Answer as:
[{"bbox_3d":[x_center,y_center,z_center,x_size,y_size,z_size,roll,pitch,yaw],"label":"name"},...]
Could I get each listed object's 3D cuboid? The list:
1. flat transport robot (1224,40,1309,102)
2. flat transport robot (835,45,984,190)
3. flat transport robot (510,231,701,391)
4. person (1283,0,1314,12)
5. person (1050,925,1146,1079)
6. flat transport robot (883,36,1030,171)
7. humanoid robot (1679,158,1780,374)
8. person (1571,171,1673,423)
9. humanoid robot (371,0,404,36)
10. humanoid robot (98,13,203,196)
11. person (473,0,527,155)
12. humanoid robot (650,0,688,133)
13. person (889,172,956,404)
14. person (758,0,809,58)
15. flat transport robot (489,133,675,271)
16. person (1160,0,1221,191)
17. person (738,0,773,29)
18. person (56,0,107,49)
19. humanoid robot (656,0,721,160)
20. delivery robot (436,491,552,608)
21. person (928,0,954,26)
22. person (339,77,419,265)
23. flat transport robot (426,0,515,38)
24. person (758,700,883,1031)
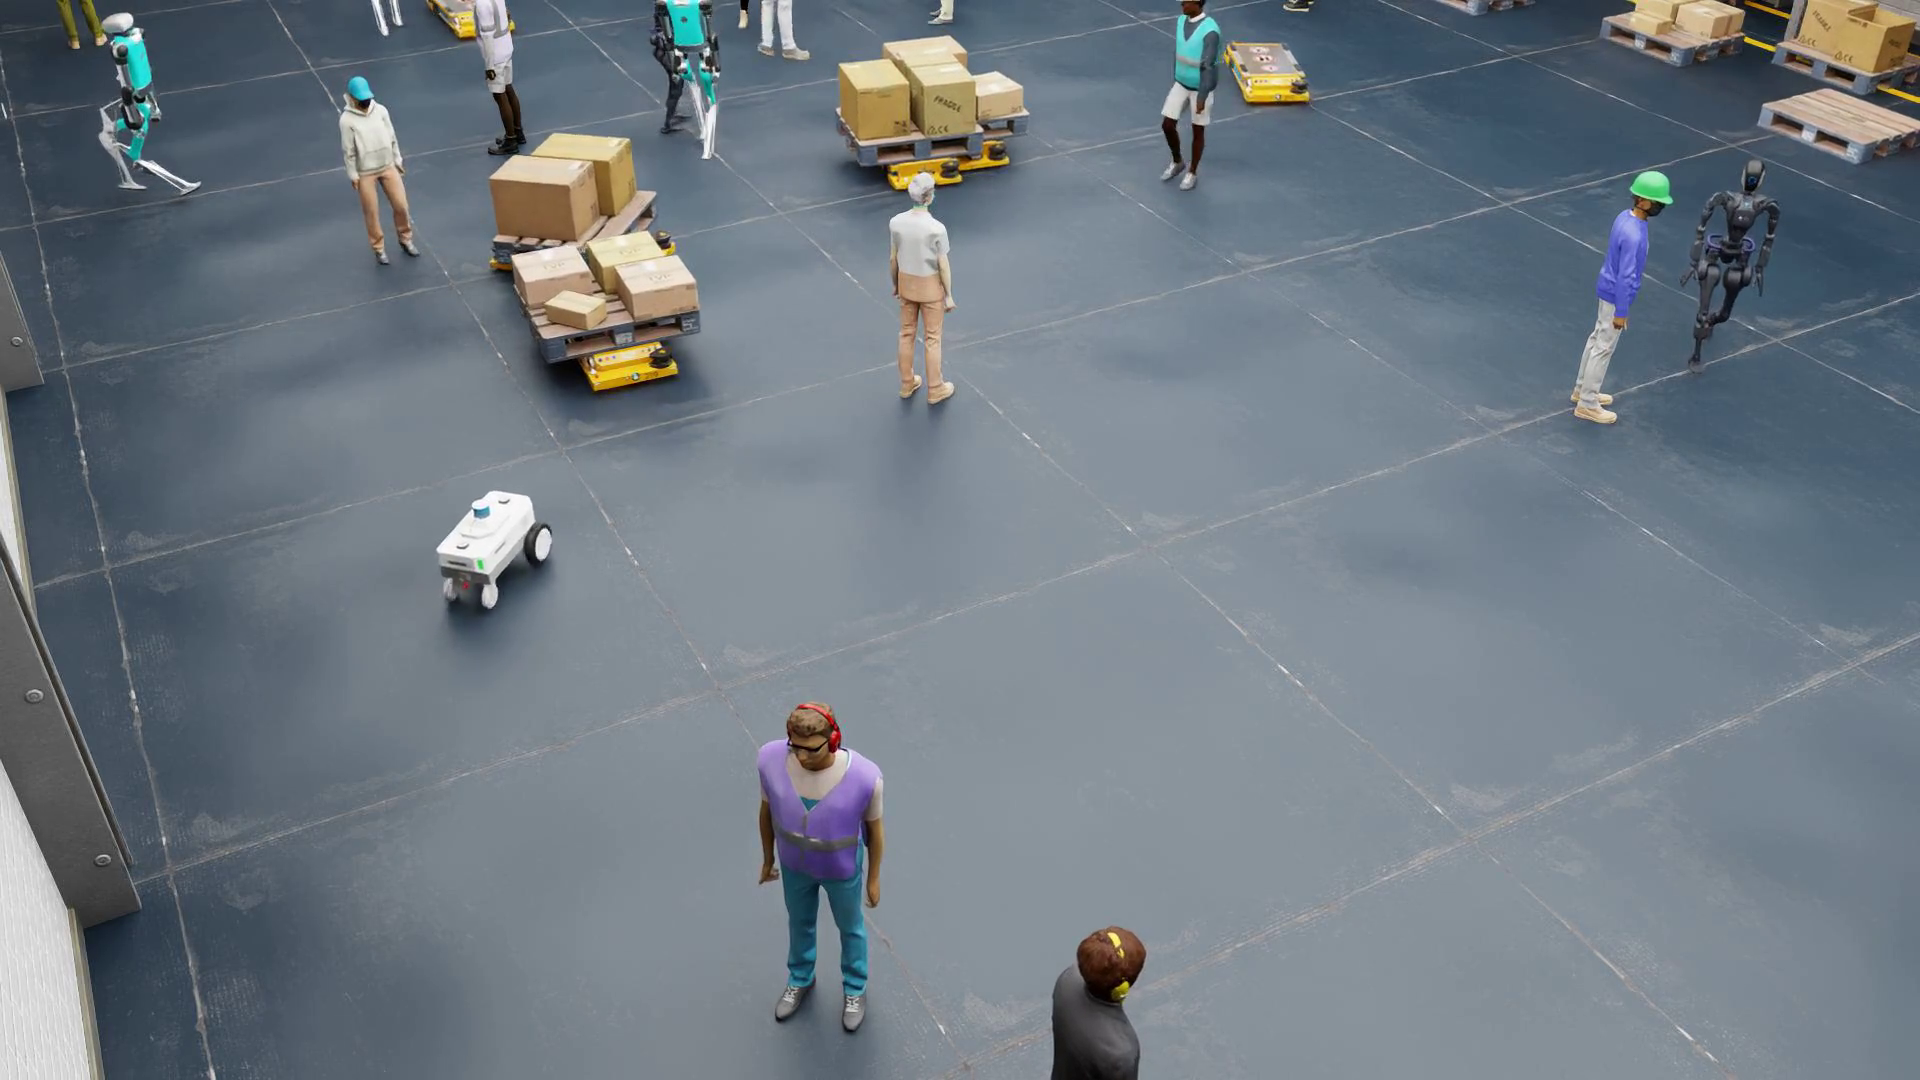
[{"bbox_3d":[3.294,-5.060,17.941,0.659,0.231,1.431,-1,35,-2],"label":"flat transport robot"},{"bbox_3d":[-0.498,-3.759,16.083,0.659,0.231,1.431,-10,36,-14],"label":"flat transport robot"},{"bbox_3d":[-2.737,-1.620,13.028,0.659,0.231,1.431,-15,38,-20],"label":"flat transport robot"},{"bbox_3d":[4.119,-7.258,19.612,0.376,1.957,0.609,13,37,18],"label":"person"},{"bbox_3d":[0.501,2.149,6.260,0.356,1.870,0.496,-12,37,-16],"label":"person"},{"bbox_3d":[-0.067,-3.998,16.424,0.659,0.231,1.431,-11,37,-16],"label":"flat transport robot"},{"bbox_3d":[5.772,-2.117,12.541,0.583,1.639,0.701,9,36,12],"label":"humanoid robot"},{"bbox_3d":[4.685,-1.726,11.787,0.350,1.868,0.471,8,36,11],"label":"person"},{"bbox_3d":[-6.597,-6.667,18.952,0.554,1.748,0.839,-14,37,-19],"label":"humanoid robot"},{"bbox_3d":[-7.501,-3.854,14.941,1.032,1.734,0.558,0,35,0],"label":"humanoid robot"},{"bbox_3d":[-4.476,-4.654,15.918,0.381,1.929,0.541,0,35,0],"label":"person"},{"bbox_3d":[-2.881,-4.857,16.431,0.413,1.638,0.609,-22,41,-28],"label":"humanoid robot"},{"bbox_3d":[-0.278,-1.812,12.016,0.494,1.743,0.301,16,38,22],"label":"person"},{"bbox_3d":[-1.996,-6.235,18.250,0.720,1.855,0.351,15,38,20],"label":"person"},{"bbox_3d":[-3.233,-2.478,14.254,1.431,0.231,0.659,6,36,9],"label":"flat transport robot"},{"bbox_3d":[2.120,-4.145,15.187,0.568,1.923,0.523,28,43,33],"label":"person"},{"bbox_3d":[-2.379,-6.728,19.073,0.536,1.698,0.321,-1,35,-1],"label":"person"},{"bbox_3d":[-9.993,-6.407,18.497,0.520,1.837,0.367,-14,38,-20],"label":"person"},{"bbox_3d":[-2.539,-4.617,16.051,0.539,1.775,0.868,1,35,2],"label":"humanoid robot"},{"bbox_3d":[-2.955,0.014,10.452,0.499,0.602,0.795,9,36,13],"label":"delivery robot"},{"bbox_3d":[-0.187,-6.895,19.185,0.378,1.844,0.568,2,35,3],"label":"person"},{"bbox_3d":[-4.870,-3.077,13.904,0.476,1.648,0.451,-27,43,-33],"label":"person"},{"bbox_3d":[-5.809,-6.268,19.666,0.659,0.231,1.431,-18,39,-24],"label":"flat transport robot"},{"bbox_3d":[-0.601,1.414,7.322,0.563,1.847,0.389,8,36,12],"label":"person"}]
